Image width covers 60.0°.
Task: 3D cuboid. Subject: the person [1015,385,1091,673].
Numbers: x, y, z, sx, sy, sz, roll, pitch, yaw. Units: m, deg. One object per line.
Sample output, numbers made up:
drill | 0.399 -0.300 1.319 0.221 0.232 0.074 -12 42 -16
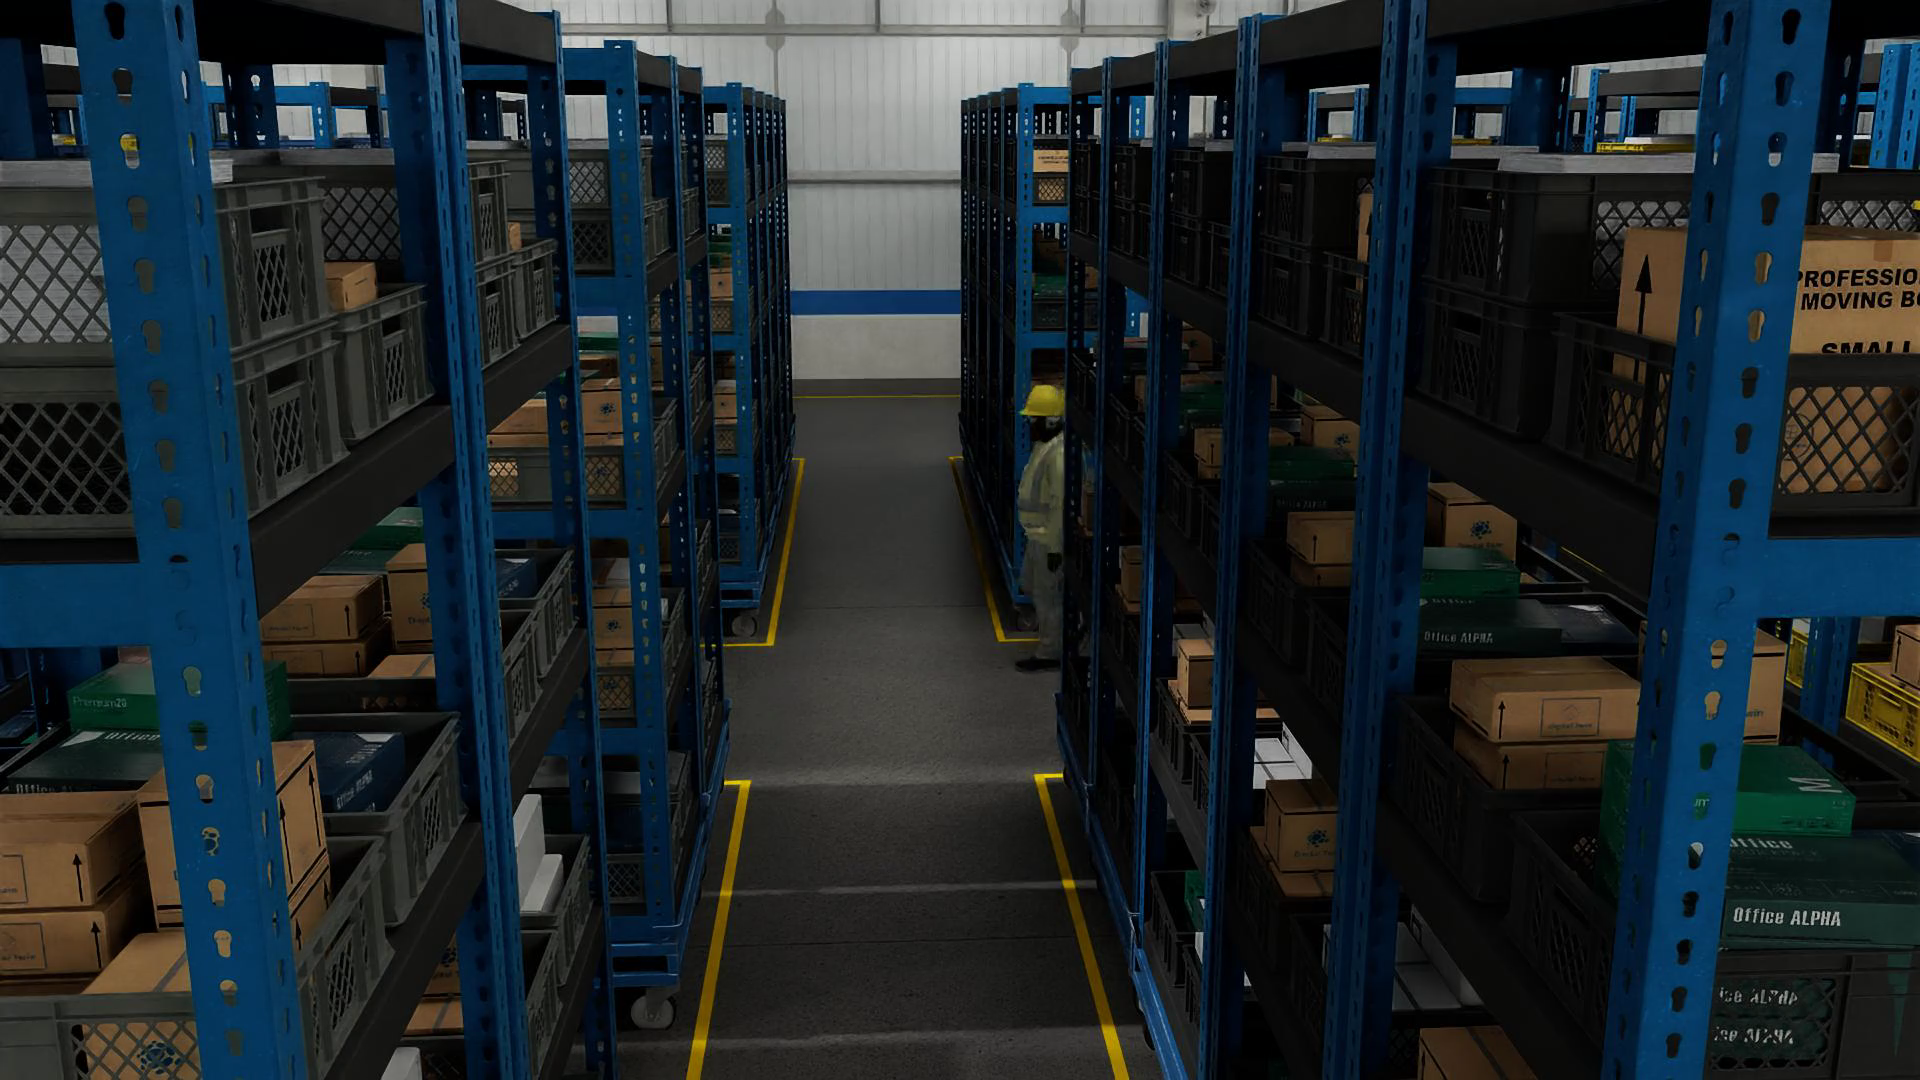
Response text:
person | 0.570 -0.058 10.230 0.451 1.815 0.614 -1 14 -5
